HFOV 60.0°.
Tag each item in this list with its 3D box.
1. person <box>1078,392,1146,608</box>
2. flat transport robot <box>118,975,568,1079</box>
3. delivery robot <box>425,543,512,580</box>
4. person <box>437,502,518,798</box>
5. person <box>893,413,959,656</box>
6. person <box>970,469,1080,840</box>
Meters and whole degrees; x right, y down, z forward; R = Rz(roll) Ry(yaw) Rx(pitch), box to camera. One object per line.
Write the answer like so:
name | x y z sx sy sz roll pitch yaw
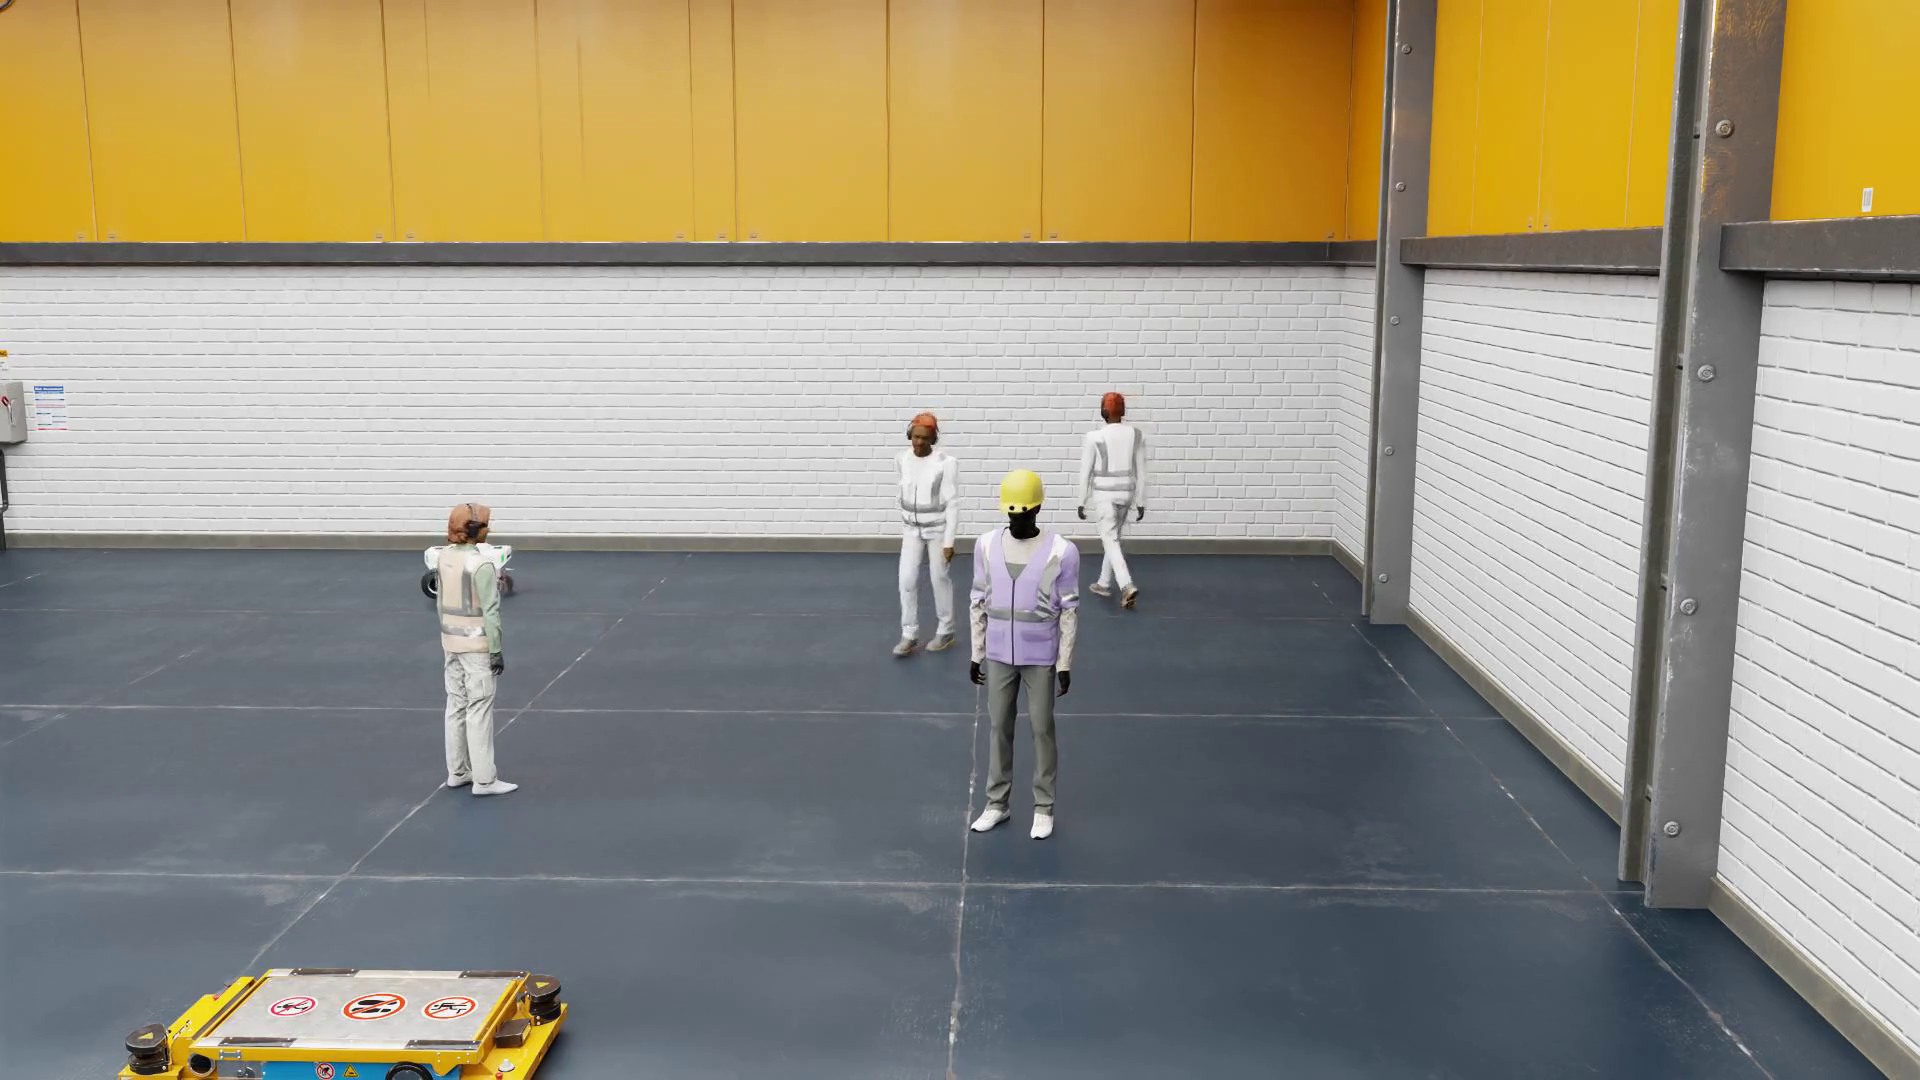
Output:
person | 1.338 -0.352 14.326 0.583 1.841 0.966 -3 10 -18
flat transport robot | -2.249 1.820 6.161 1.431 0.197 0.652 0 10 2
delivery robot | -4.337 0.174 14.690 0.707 0.478 0.477 -1 10 -4
person | -2.718 0.608 9.263 0.522 1.636 0.311 9 13 41
person | -0.247 -0.039 12.424 0.596 1.841 0.767 5 11 29
person | 0.318 0.582 8.579 0.586 1.923 0.371 4 10 21
